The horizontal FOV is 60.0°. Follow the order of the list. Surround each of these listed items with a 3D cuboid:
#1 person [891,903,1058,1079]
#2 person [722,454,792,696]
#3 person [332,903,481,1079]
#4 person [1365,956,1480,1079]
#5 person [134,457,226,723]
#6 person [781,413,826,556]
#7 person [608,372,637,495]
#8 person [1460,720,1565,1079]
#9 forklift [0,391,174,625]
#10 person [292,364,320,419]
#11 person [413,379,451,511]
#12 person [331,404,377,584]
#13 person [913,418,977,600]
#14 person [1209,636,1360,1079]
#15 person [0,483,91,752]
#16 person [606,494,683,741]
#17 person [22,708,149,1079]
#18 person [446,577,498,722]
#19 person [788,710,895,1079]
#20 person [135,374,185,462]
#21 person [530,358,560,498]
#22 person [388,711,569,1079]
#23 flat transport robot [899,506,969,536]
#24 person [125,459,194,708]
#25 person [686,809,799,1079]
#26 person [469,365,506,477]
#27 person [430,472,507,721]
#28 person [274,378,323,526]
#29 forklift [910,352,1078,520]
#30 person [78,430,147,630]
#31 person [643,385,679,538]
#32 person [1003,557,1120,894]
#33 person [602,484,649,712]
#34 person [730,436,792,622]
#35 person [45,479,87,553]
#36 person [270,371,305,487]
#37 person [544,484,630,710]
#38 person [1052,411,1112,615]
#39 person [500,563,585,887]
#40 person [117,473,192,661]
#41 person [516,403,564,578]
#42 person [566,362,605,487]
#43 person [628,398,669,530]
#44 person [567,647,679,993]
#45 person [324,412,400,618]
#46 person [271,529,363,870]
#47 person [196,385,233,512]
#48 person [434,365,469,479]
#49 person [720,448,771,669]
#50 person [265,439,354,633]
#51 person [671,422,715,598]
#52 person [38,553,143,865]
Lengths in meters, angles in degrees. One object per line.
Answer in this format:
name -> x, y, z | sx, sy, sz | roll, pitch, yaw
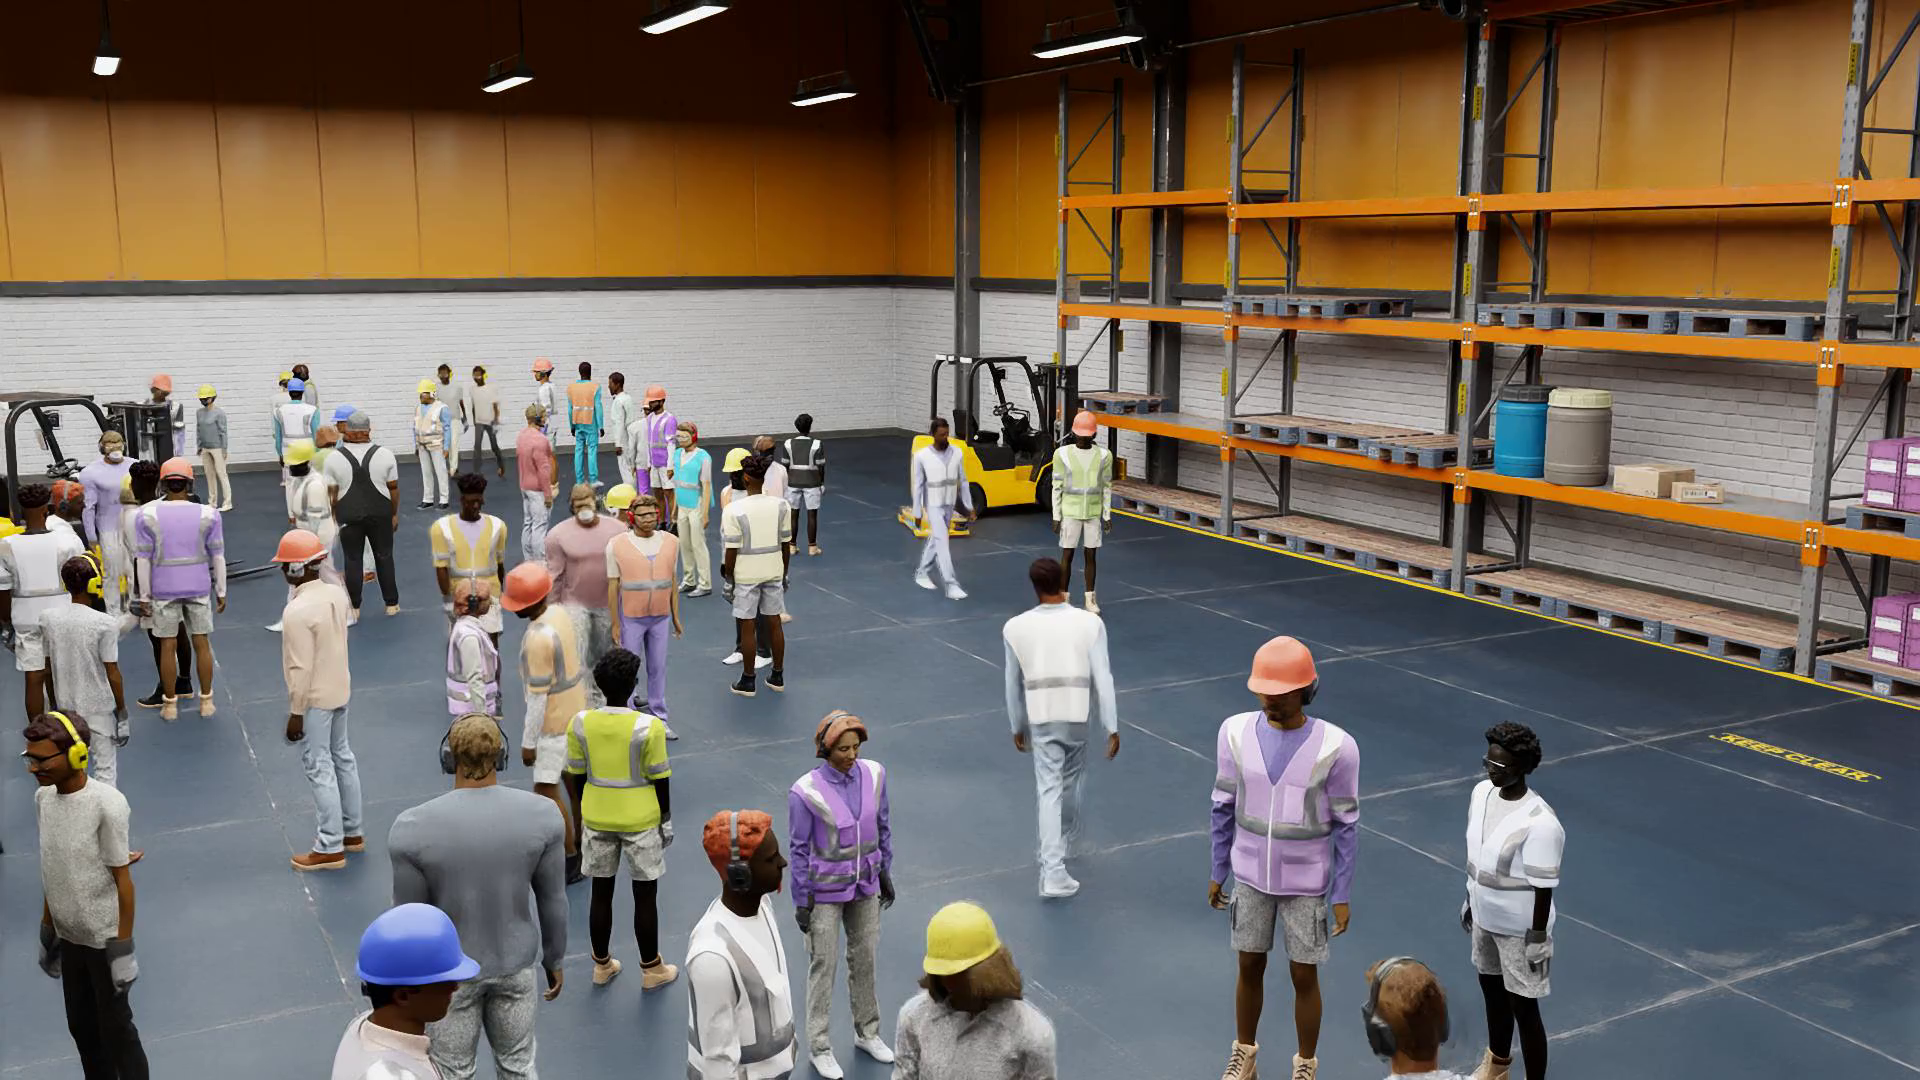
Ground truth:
person -> 0.016, 1.900, 4.823 | 0.525, 1.729, 0.452 | 5, 11, 24
person -> -1.644, 0.282, 13.457 | 0.606, 1.966, 0.367 | -7, 12, -34
person -> -1.420, 1.879, 4.320 | 0.408, 1.942, 0.616 | -5, 11, -25
person -> 1.115, 1.947, 4.295 | 0.509, 1.818, 0.570 | -2, 10, -14
person -> -5.951, 0.377, 12.730 | 0.619, 2.029, 0.410 | -6, 11, -30
person -> -1.833, -0.644, 19.586 | 0.536, 1.688, 0.320 | 2, 10, 10
person -> -4.706, -1.395, 23.301 | 0.405, 1.906, 0.591 | -1, 10, -6
person -> 2.258, 1.566, 6.870 | 0.321, 1.693, 0.539 | -3, 10, -16
forklift -> -9.026, -0.363, 16.508 | 1.214, 2.155, 2.313 | 6, 11, 29
person -> -10.232, -1.830, 26.009 | 0.429, 1.837, 0.624 | -6, 11, -30
person -> -7.314, -1.308, 22.991 | 0.600, 1.830, 0.403 | 4, 11, 23
person -> -6.553, -0.491, 17.954 | 0.603, 1.949, 0.389 | 9, 13, 41
person -> -0.204, -0.350, 17.385 | 0.608, 1.872, 0.995 | -8, 13, -39
person -> 1.310, 1.391, 6.854 | 0.616, 2.040, 0.382 | 6, 11, 29
person -> -6.474, 0.574, 11.790 | 0.602, 1.959, 0.379 | -4, 11, -21
person -> -2.298, 0.571, 12.129 | 0.564, 1.847, 0.397 | -7, 12, -35
person -> -3.390, 1.556, 6.448 | 0.521, 1.857, 0.343 | 5, 11, 28
person -> -2.945, 1.035, 10.080 | 0.314, 1.637, 0.515 | -3, 10, -16
person -> -0.519, 1.530, 7.241 | 0.523, 1.631, 0.318 | -8, 13, -40
person -> -10.481, -1.177, 21.788 | 0.633, 1.983, 0.970 | -7, 12, -33
person -> -6.029, -1.620, 24.183 | 0.374, 2.044, 0.607 | -1, 10, -4
person -> -1.753, 1.577, 6.124 | 0.636, 1.928, 0.383 | -5, 11, -28
flat transport robot -> -0.349, -0.254, 21.415 | 0.652, 0.197, 1.431 | -2, 10, -12
person -> -6.328, 0.341, 13.110 | 0.373, 1.966, 0.605 | 2, 10, 10
person -> -0.668, 1.754, 5.214 | 0.353, 1.884, 0.578 | 1, 10, 5
person -> -7.425, -1.844, 26.124 | 0.513, 1.828, 0.914 | 1, 10, 8
person -> -3.813, 0.397, 12.962 | 0.579, 1.919, 0.950 | -4, 11, -23
person -> -8.624, -1.141, 21.735 | 0.604, 1.939, 0.415 | 0, 10, 0
forklift -> 0.460, -1.461, 22.833 | 2.313, 2.155, 1.214 | -5, 11, -28
person -> -7.906, -0.079, 15.657 | 0.383, 1.928, 0.635 | 9, 13, 43
person -> -3.751, -0.969, 20.767 | 0.388, 1.930, 0.544 | -9, 14, -44
person -> 0.574, 1.033, 9.502 | 0.653, 1.847, 0.992 | 0, 10, 2
person -> -2.611, 0.467, 12.816 | 0.403, 1.821, 0.602 | 1, 10, 5
person -> -1.886, -0.090, 15.980 | 0.632, 1.836, 0.429 | -8, 12, -38
person -> -6.832, 0.465, 12.732 | 0.363, 1.858, 0.613 | -6, 12, -33
person -> -10.232, -1.689, 25.380 | 0.522, 1.769, 0.310 | -6, 12, -32
person -> -2.752, 0.509, 12.390 | 0.643, 1.900, 0.703 | -5, 11, -27
person -> 1.206, -0.253, 16.346 | 0.605, 2.033, 0.392 | -1, 10, -8
person -> -2.319, 1.020, 9.475 | 0.376, 1.891, 0.714 | 1, 10, 3
person -> -7.104, 0.273, 14.259 | 0.816, 1.706, 0.510 | -8, 13, -39
person -> -4.632, -0.533, 18.223 | 0.371, 1.940, 0.627 | -7, 12, -35
person -> -5.707, -1.756, 25.357 | 0.587, 1.911, 0.397 | 4, 10, 19
person -> -3.953, -0.977, 21.313 | 0.563, 1.752, 0.329 | -1, 10, -7
person -> -1.628, 1.355, 8.052 | 0.533, 1.697, 0.318 | 3, 10, 14
person -> -5.864, -0.258, 16.350 | 0.675, 2.000, 0.537 | -4, 10, -19
person -> -3.763, 0.920, 9.704 | 0.402, 1.990, 0.622 | 1, 10, 5
person -> -10.324, -1.262, 22.952 | 0.531, 1.761, 0.339 | 5, 11, 25
person -> -8.131, -1.878, 26.397 | 0.562, 1.807, 0.837 | 0, 10, -1
person -> -1.857, 0.157, 14.330 | 0.582, 1.919, 0.397 | 9, 13, 42
person -> -6.112, -0.026, 15.511 | 0.898, 1.866, 0.650 | -9, 13, -41
person -> -2.772, -0.322, 17.319 | 0.393, 1.830, 0.584 | -9, 13, -42
person -> -5.042, 1.003, 9.620 | 0.510, 1.861, 0.324 | 1, 10, 8
